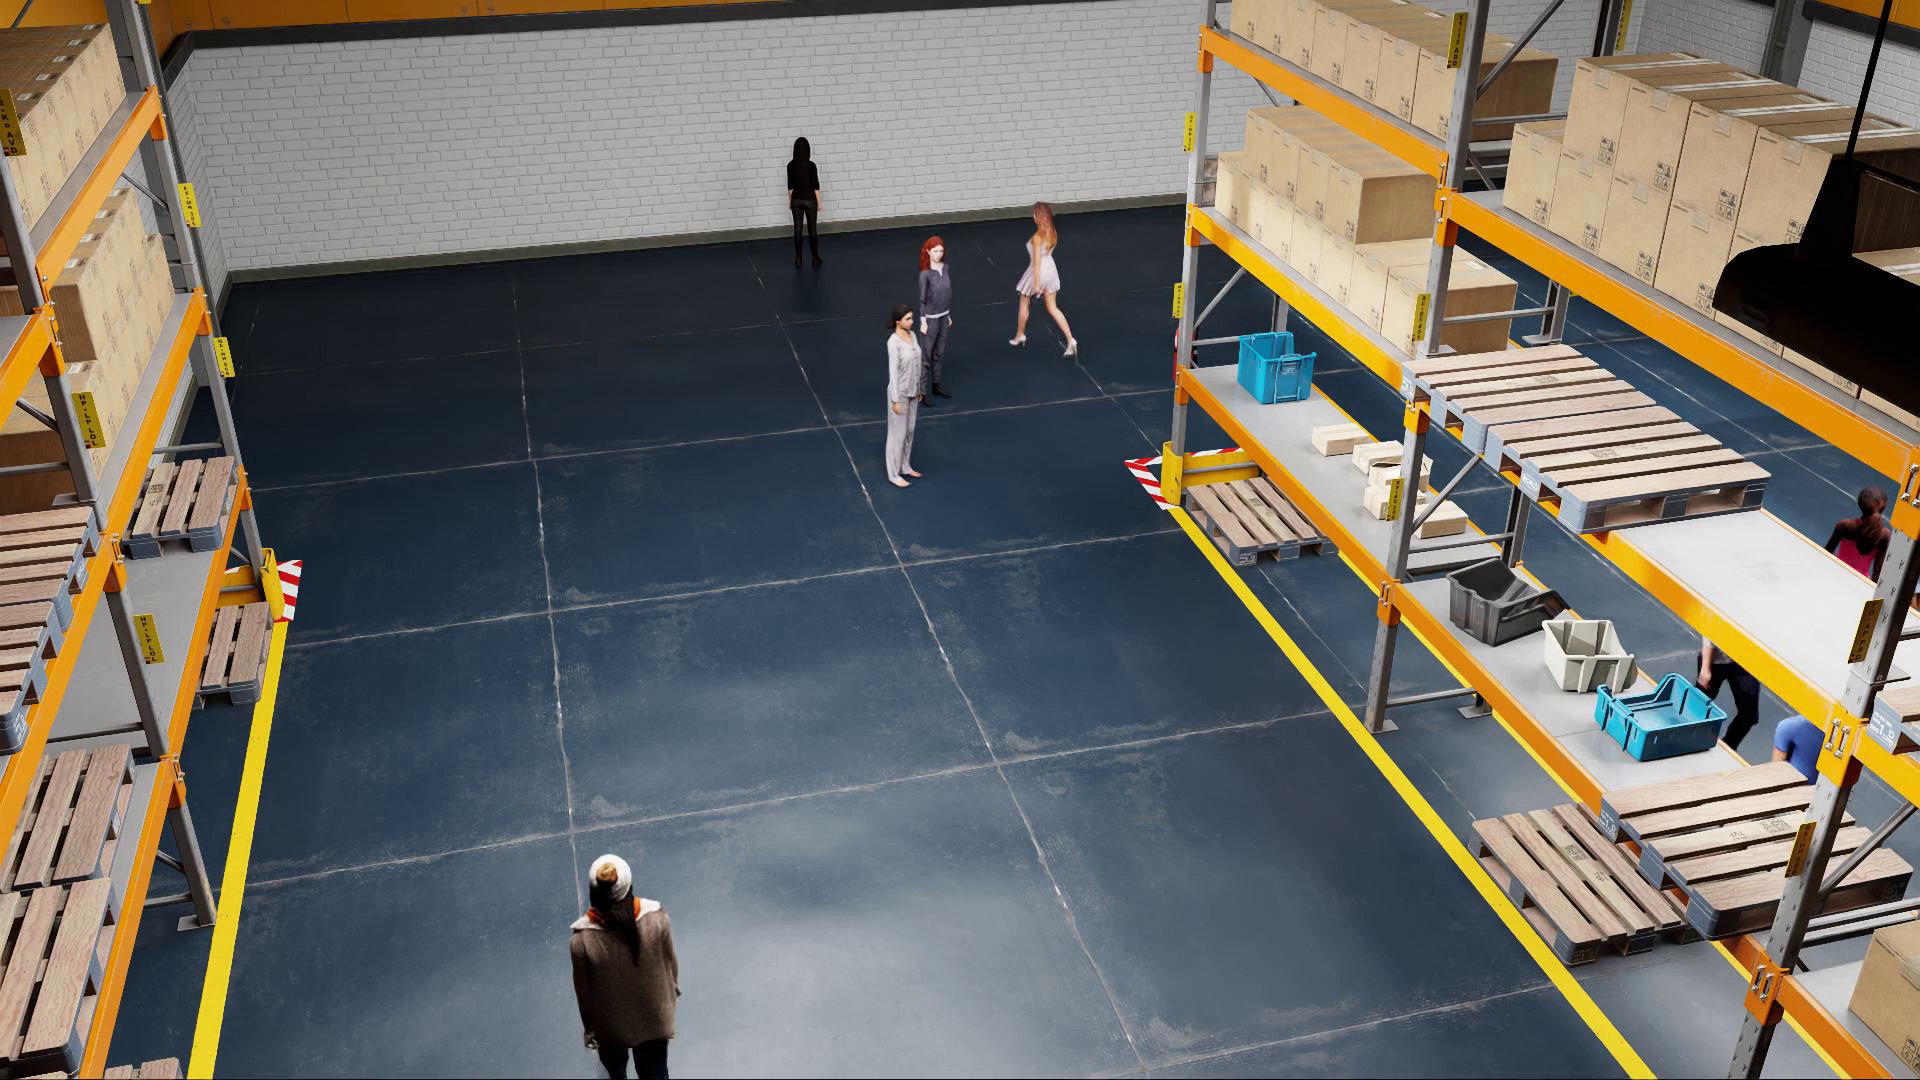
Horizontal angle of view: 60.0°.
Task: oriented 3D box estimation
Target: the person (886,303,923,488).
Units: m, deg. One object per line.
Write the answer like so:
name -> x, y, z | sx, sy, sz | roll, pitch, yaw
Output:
person -> -0.541, -1.377, 15.582 | 0.732, 1.773, 0.668 | 15, 32, 25

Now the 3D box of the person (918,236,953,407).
person -> -0.269, -2.286, 17.241 | 0.665, 1.781, 0.652 | 24, 37, 37

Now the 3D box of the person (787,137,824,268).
person -> -1.974, -4.276, 21.033 | 0.647, 1.642, 0.623 | 3, 29, 6

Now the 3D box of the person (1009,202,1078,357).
person -> 0.976, -2.808, 18.256 | 1.180, 1.724, 1.027 | 20, 35, 32

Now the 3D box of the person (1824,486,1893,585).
person -> 6.556, 0.441, 12.366 | 1.011, 1.661, 1.193 | 11, 31, 20

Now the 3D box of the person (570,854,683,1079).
person -> -1.686, 2.438, 8.519 | 0.729, 1.839, 1.168 | -9, 30, -16
